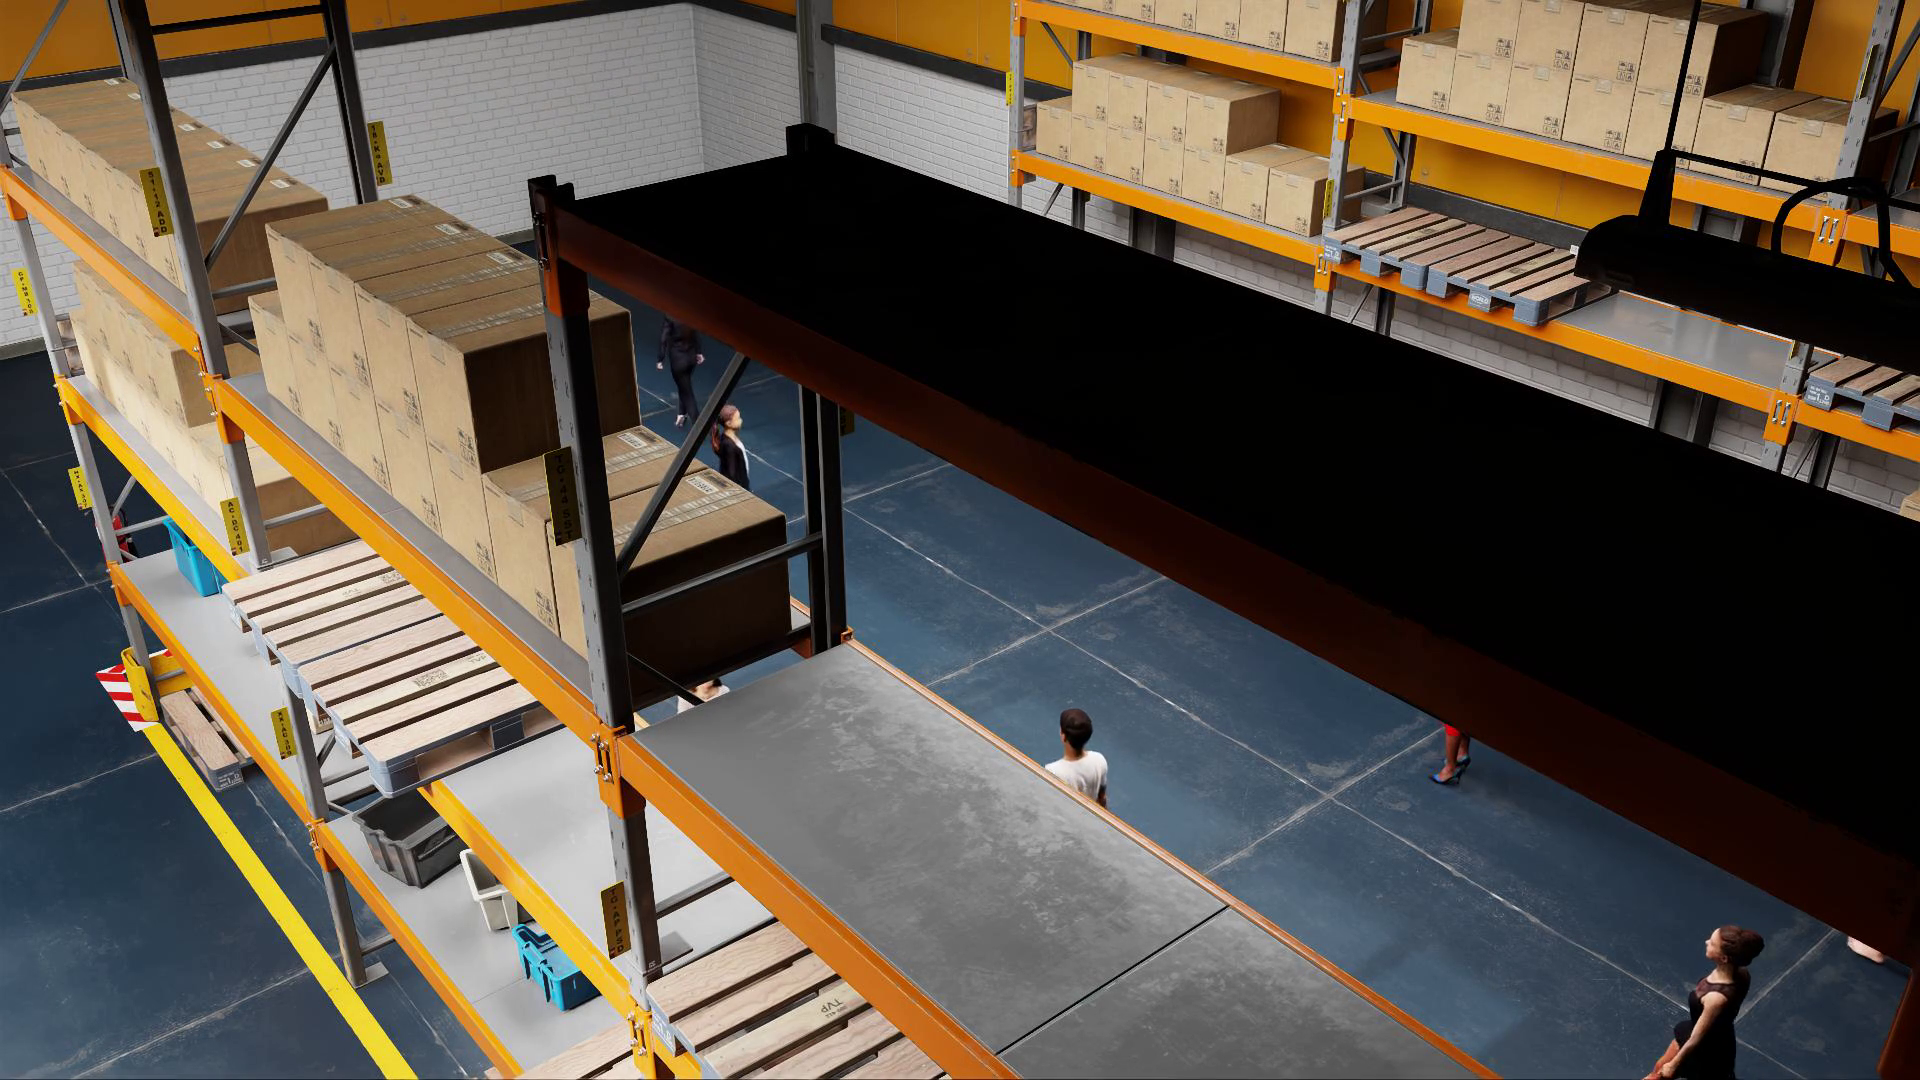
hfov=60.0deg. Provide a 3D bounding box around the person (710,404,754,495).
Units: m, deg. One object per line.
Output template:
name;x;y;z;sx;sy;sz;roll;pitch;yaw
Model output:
person;-2.078;-0.460;14.663;0.751;1.544;0.695;-6;29;-11

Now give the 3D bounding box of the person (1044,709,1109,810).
person;0.711;1.852;10.277;0.697;1.686;1.090;-17;33;-29

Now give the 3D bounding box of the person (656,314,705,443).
person;-2.756;-1.775;16.922;0.834;1.690;0.685;20;35;33

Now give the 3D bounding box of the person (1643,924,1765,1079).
person;3.999;2.728;8.716;1.068;1.643;0.758;18;34;30
